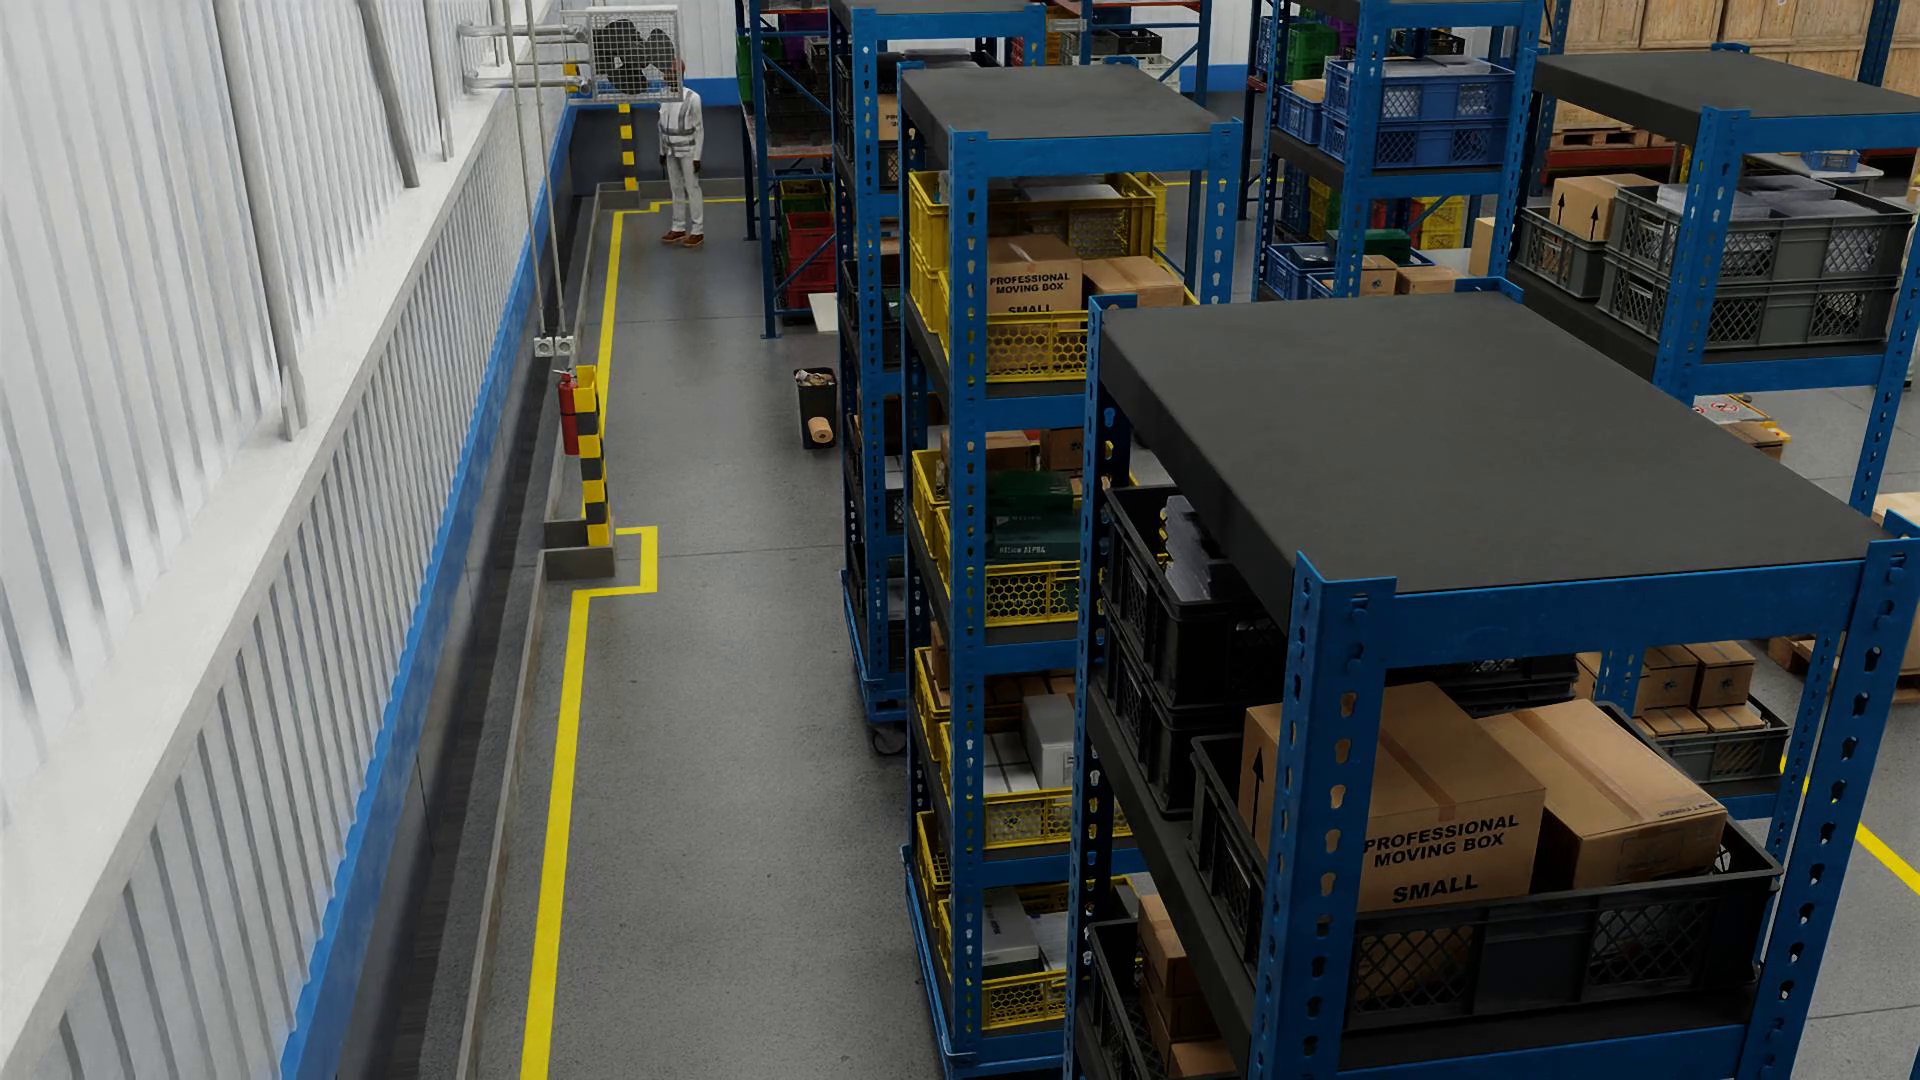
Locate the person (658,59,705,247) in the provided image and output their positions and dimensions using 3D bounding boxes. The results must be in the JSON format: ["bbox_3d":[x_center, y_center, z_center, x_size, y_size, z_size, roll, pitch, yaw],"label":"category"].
[{"bbox_3d":[-2.842,-3.933,16.900,0.573,1.883,0.353,17,30,33],"label":"person"}]

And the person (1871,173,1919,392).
[{"bbox_3d":[7.426,-2.064,12.893,0.404,1.836,0.587,10,26,20],"label":"person"}]
